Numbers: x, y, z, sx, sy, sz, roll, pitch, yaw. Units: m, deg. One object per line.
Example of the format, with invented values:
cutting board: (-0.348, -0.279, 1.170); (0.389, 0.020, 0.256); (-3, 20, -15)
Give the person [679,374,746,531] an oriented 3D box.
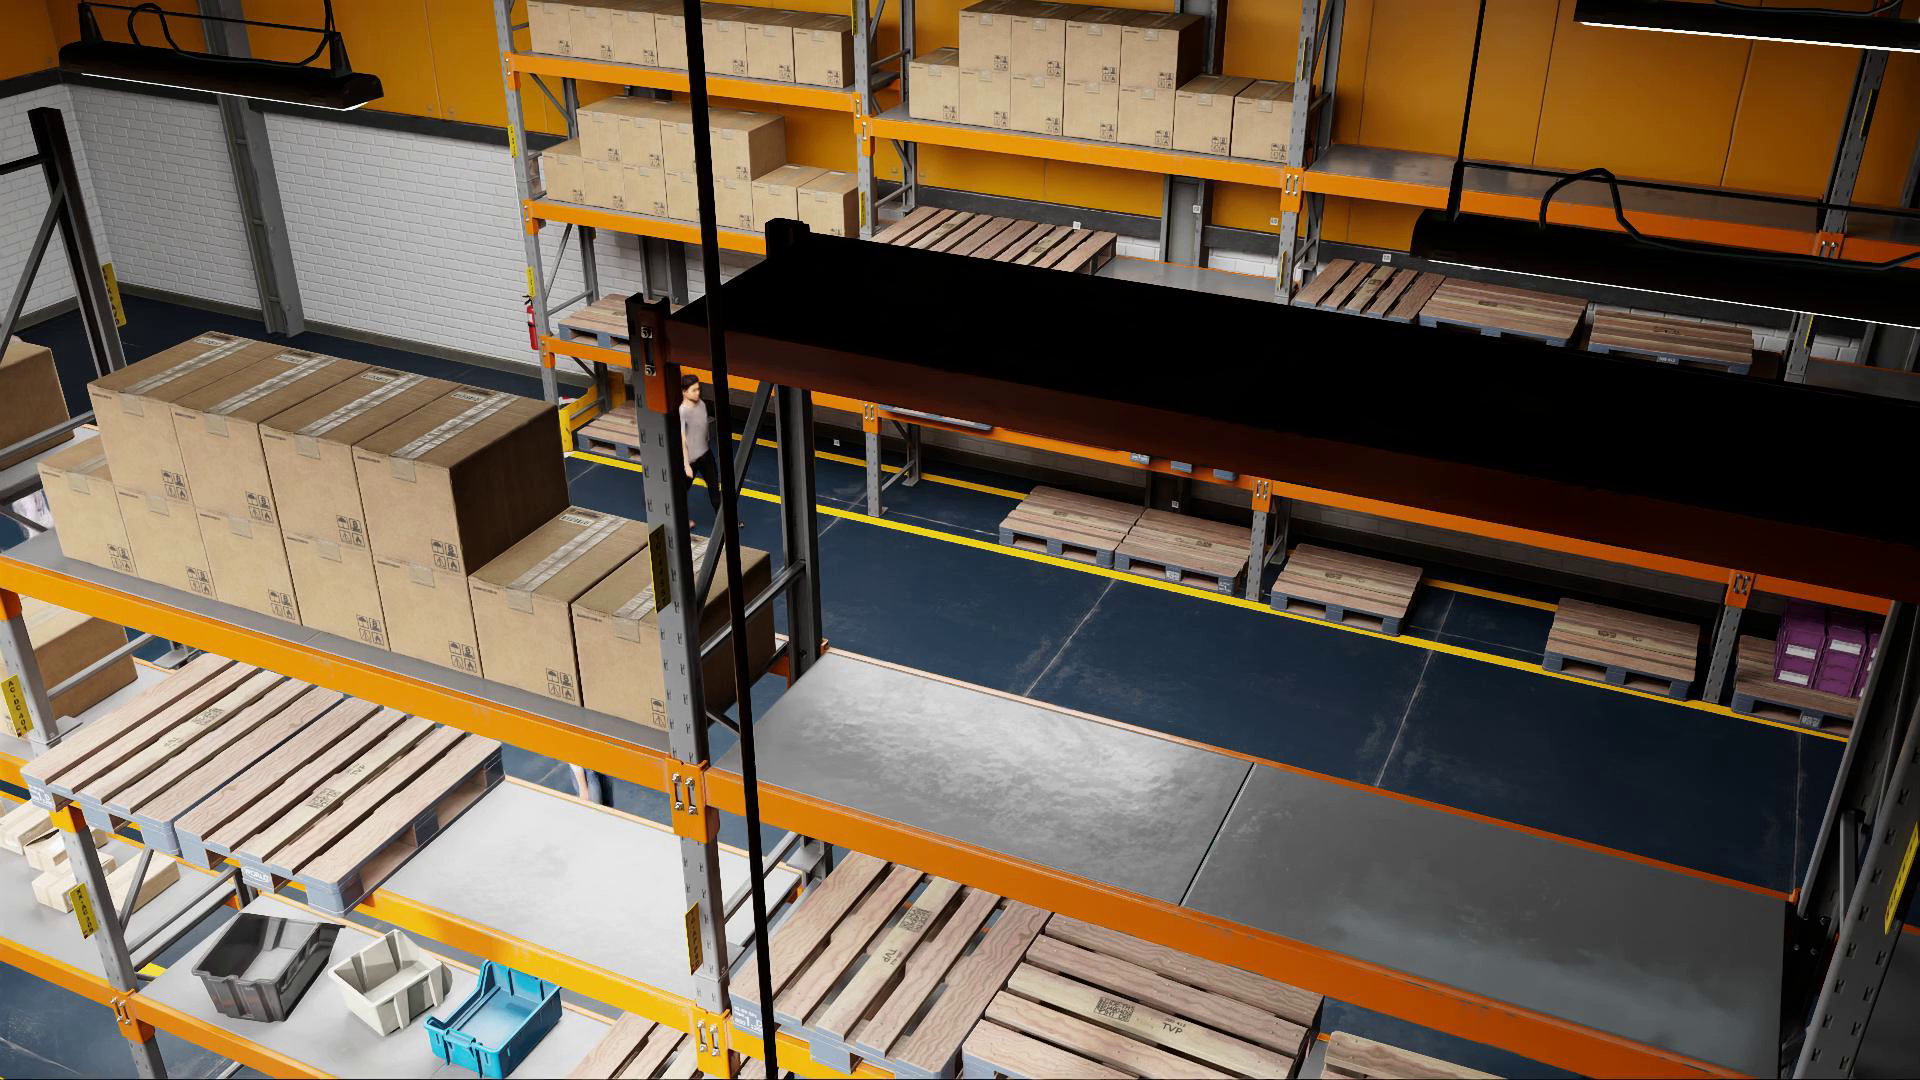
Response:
person: (-2.683, -0.849, 16.418); (1.136, 1.677, 0.772); (19, 34, 31)
